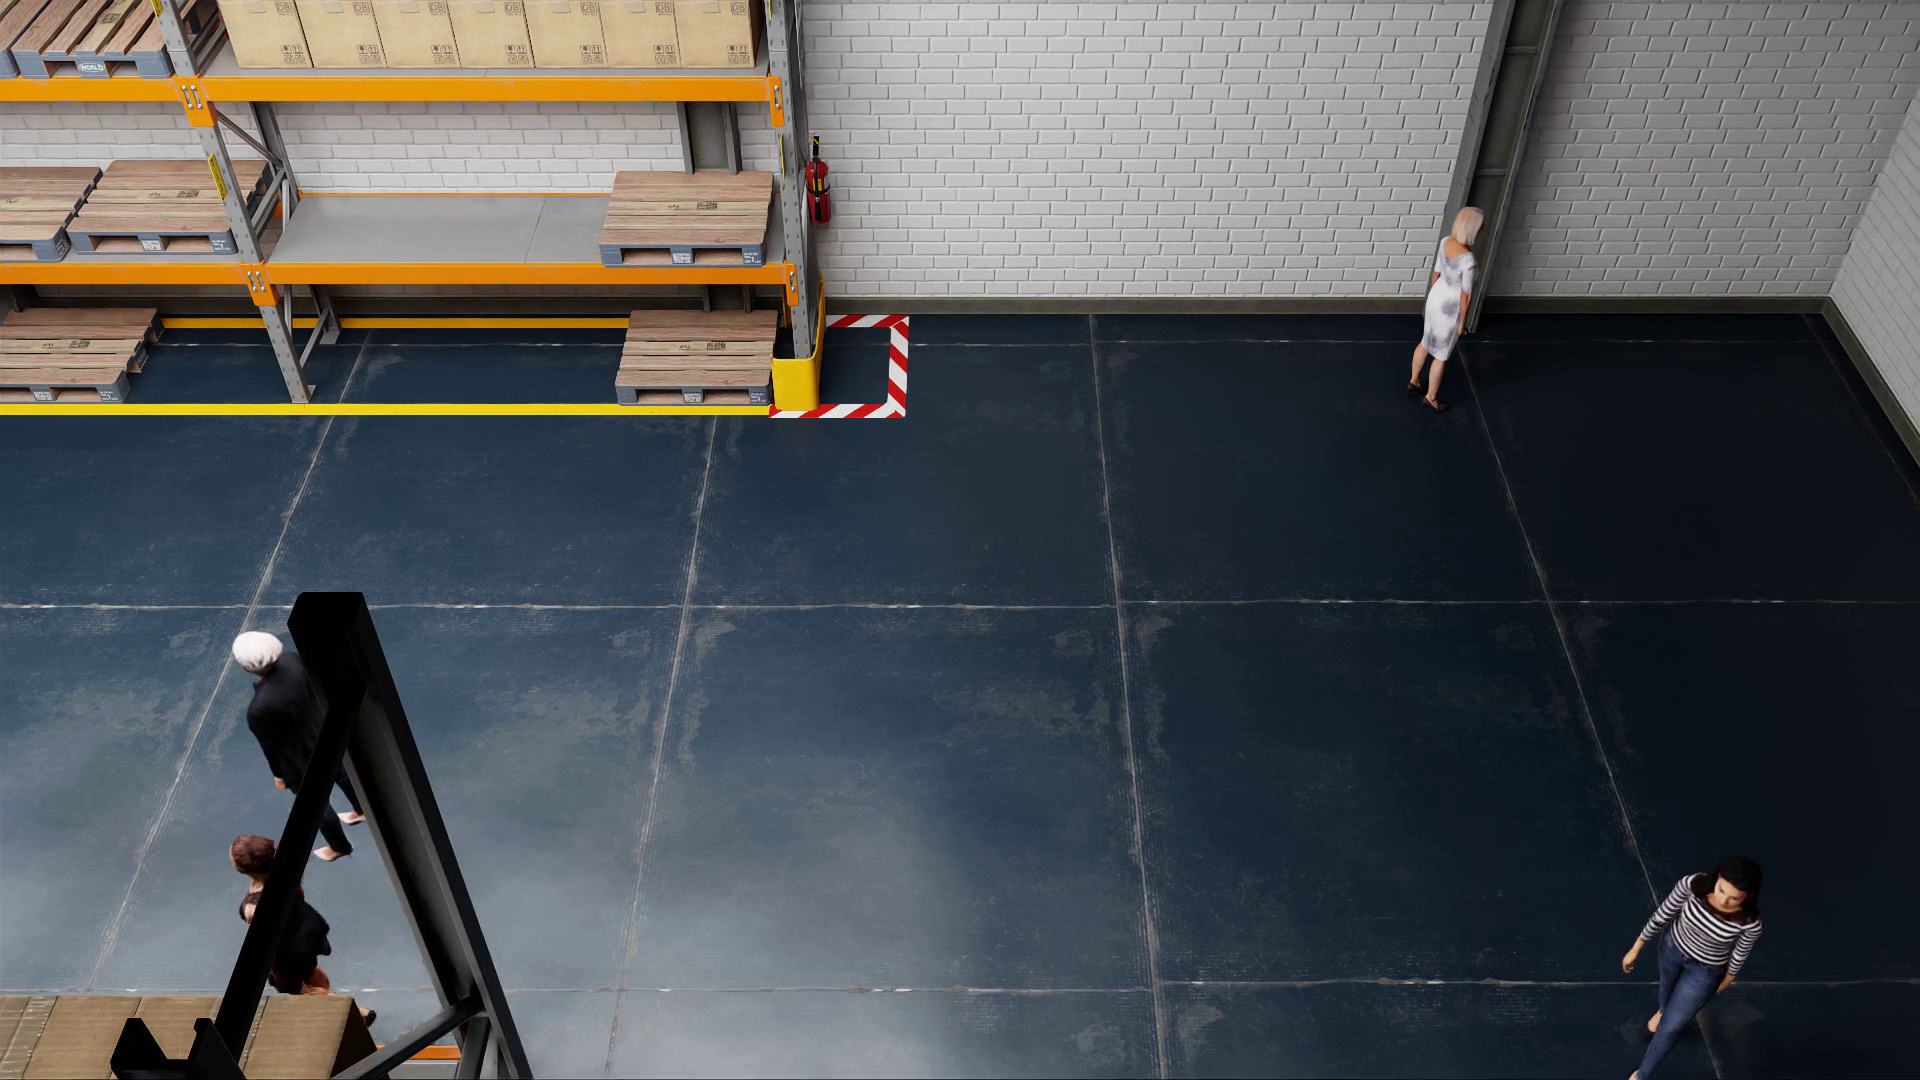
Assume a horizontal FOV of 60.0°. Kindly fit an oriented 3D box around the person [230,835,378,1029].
[{"bbox_3d":[-3.391,2.089,8.600,0.828,1.663,0.667,7,44,8],"label":"person"}]

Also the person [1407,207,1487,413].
[{"bbox_3d":[3.674,-1.746,12.563,0.627,1.749,0.635,-16,46,-16],"label":"person"}]

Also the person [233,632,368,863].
[{"bbox_3d":[-3.477,1.064,8.844,0.651,1.779,0.757,7,44,8],"label":"person"}]

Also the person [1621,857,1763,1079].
[{"bbox_3d":[3.769,2.104,8.512,1.024,1.763,0.945,-30,51,-28],"label":"person"}]
